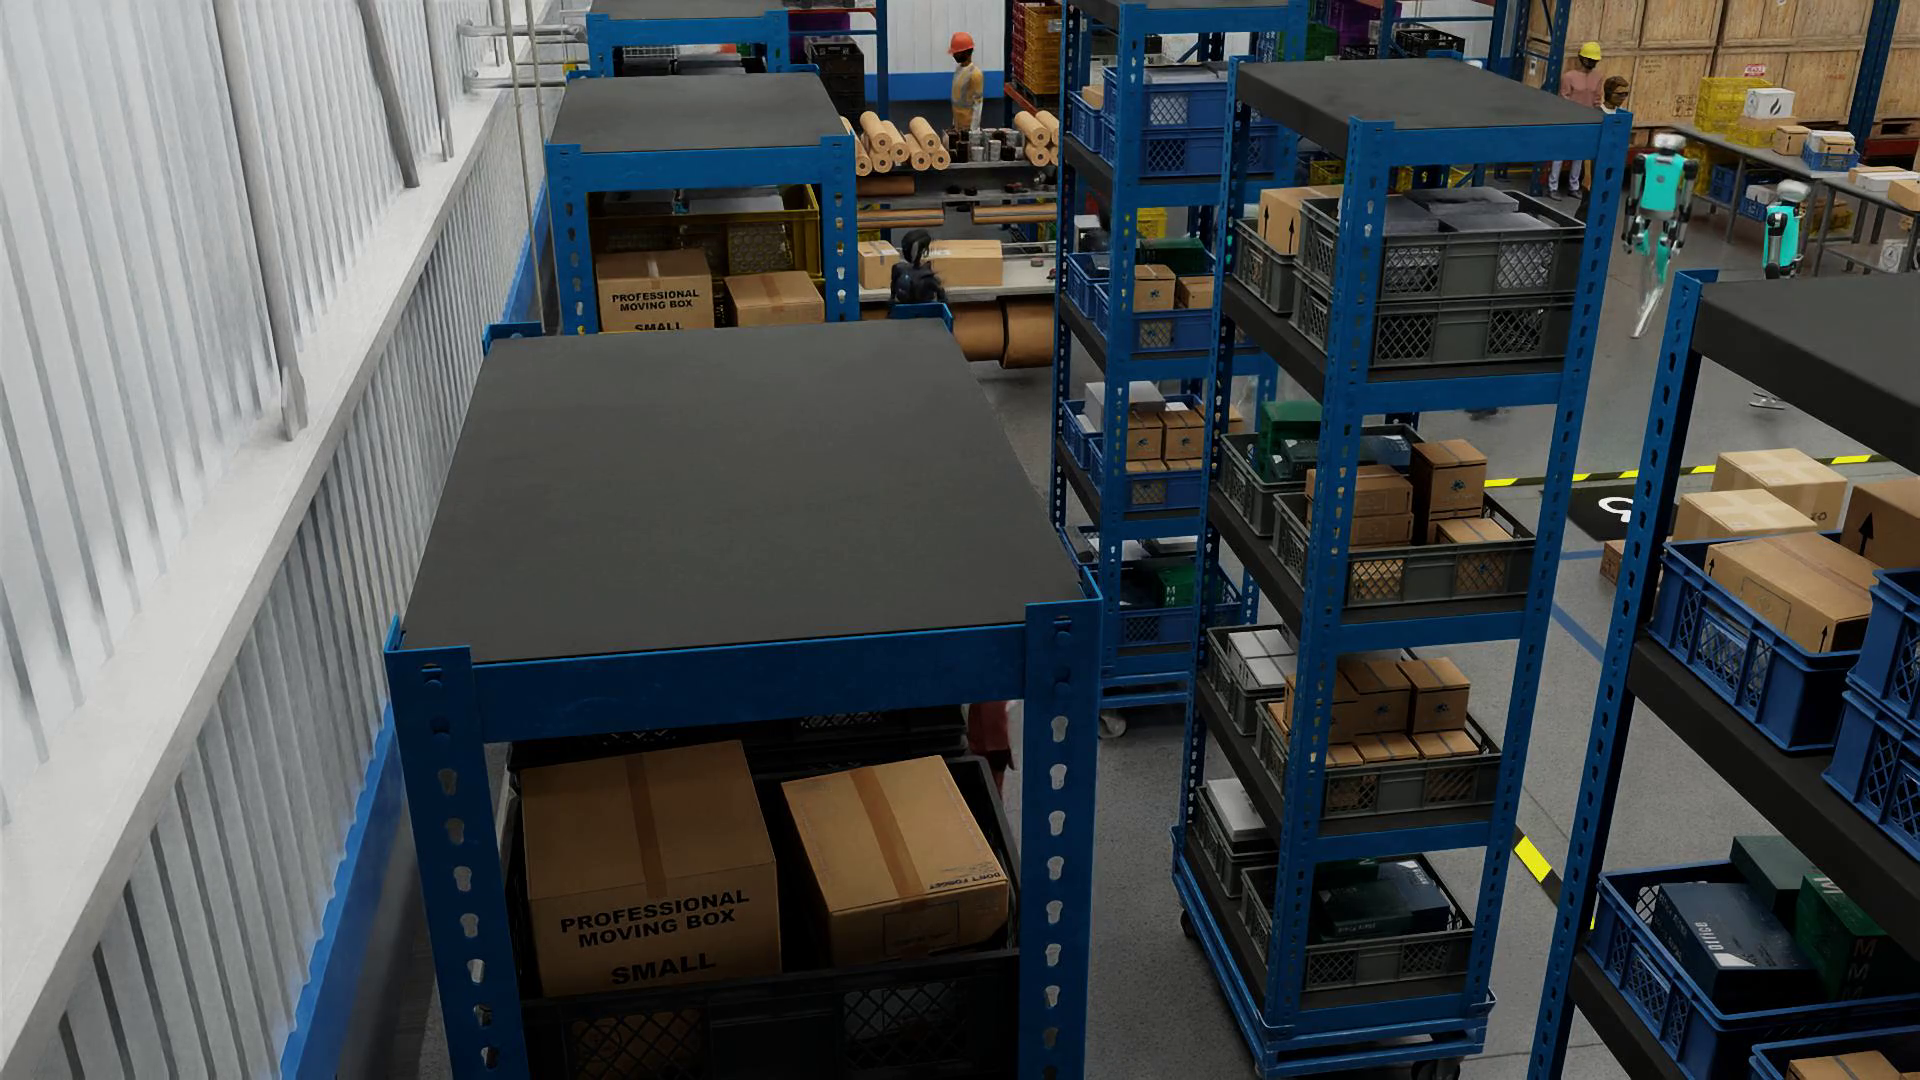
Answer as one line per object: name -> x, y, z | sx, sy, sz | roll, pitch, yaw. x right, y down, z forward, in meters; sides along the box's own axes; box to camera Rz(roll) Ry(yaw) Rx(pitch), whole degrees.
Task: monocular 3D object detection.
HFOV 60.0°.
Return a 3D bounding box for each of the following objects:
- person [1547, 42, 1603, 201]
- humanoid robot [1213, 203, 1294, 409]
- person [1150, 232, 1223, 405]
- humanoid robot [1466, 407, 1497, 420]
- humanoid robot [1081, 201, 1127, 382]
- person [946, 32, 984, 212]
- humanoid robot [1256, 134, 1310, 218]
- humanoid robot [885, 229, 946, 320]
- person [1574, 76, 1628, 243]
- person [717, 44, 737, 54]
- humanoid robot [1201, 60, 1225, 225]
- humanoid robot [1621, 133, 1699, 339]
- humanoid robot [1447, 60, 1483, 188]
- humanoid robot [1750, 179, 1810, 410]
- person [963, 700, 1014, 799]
person -> 6.978, -4.720, 18.778 | 0.523, 1.761, 0.336 | -6, 25, -12
humanoid robot -> 2.219, -1.590, 12.076 | 0.940, 1.811, 0.533 | -10, 27, -21
person -> 1.473, -1.090, 10.774 | 0.589, 1.852, 0.365 | -4, 25, -9
humanoid robot -> 3.913, -1.704, 12.323 | 0.449, 1.633, 0.593 | -10, 27, -21
humanoid robot -> 1.105, -1.737, 12.418 | 0.603, 1.629, 0.711 | 15, 29, 30
person -> 0.044, -4.587, 18.286 | 0.369, 1.928, 0.542 | -11, 27, -23
humanoid robot -> 2.788, -2.735, 14.621 | 0.587, 1.635, 0.752 | 18, 30, 34
humanoid robot -> -0.305, -1.342, 11.525 | 0.599, 1.642, 0.347 | 23, 33, 40
person -> 6.257, -3.612, 16.285 | 0.504, 1.836, 0.332 | -19, 31, -36
person -> -2.427, -4.197, 17.351 | 0.635, 2.003, 1.005 | 22, 33, 40
humanoid robot -> 2.699, -3.981, 17.332 | 0.545, 1.897, 0.761 | 1, 25, 2
humanoid robot -> 6.065, -2.679, 14.403 | 0.530, 1.774, 0.990 | 15, 29, 30
humanoid robot -> 5.259, -4.302, 17.903 | 0.567, 1.770, 0.856 | -7, 26, -14
humanoid robot -> 6.204, -1.773, 12.230 | 0.735, 1.681, 0.533 | 16, 29, 31
person -> 0.084, 0.680, 6.848 | 0.394, 1.919, 0.588 | -5, 25, -10
